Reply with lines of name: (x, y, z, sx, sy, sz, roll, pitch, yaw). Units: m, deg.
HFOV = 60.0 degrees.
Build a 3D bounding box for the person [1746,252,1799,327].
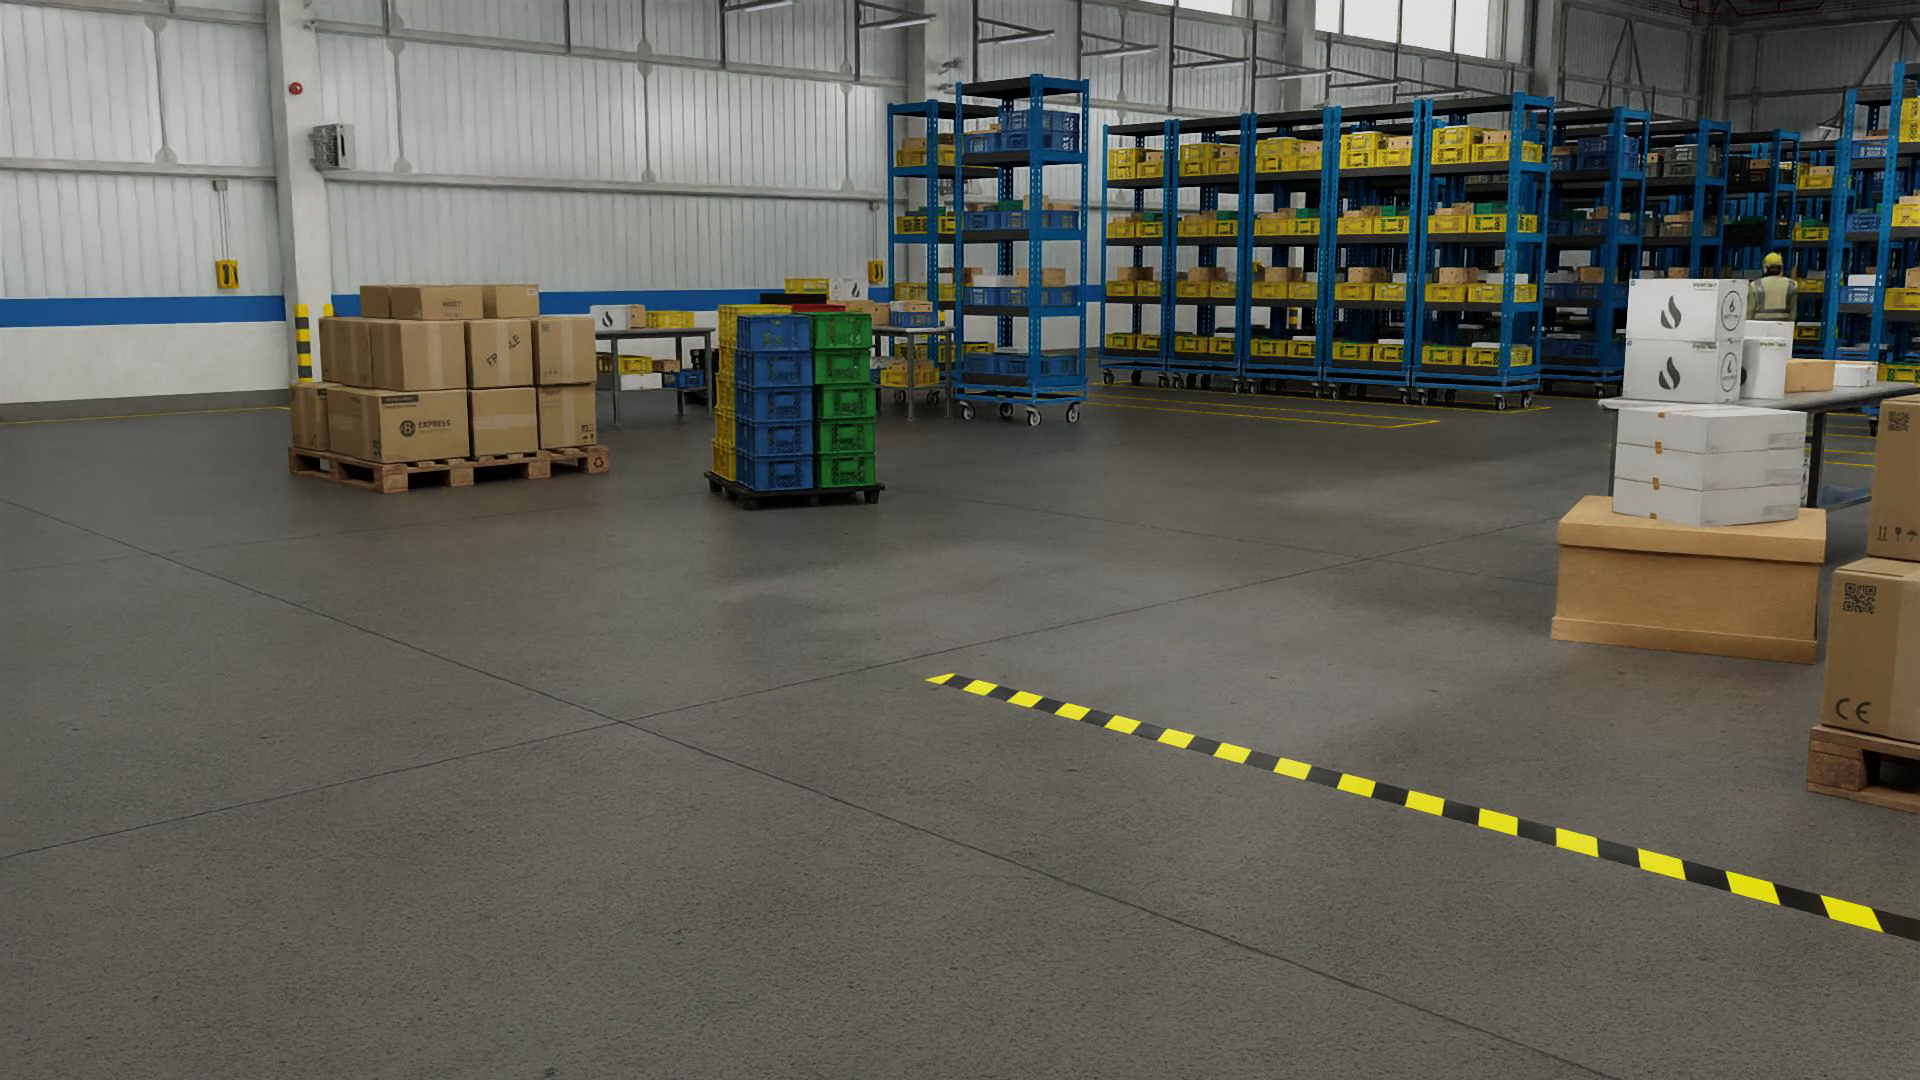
person: (9.931, -2.604, 20.404, 0.588, 1.837, 0.404, 1, 10, 9)
